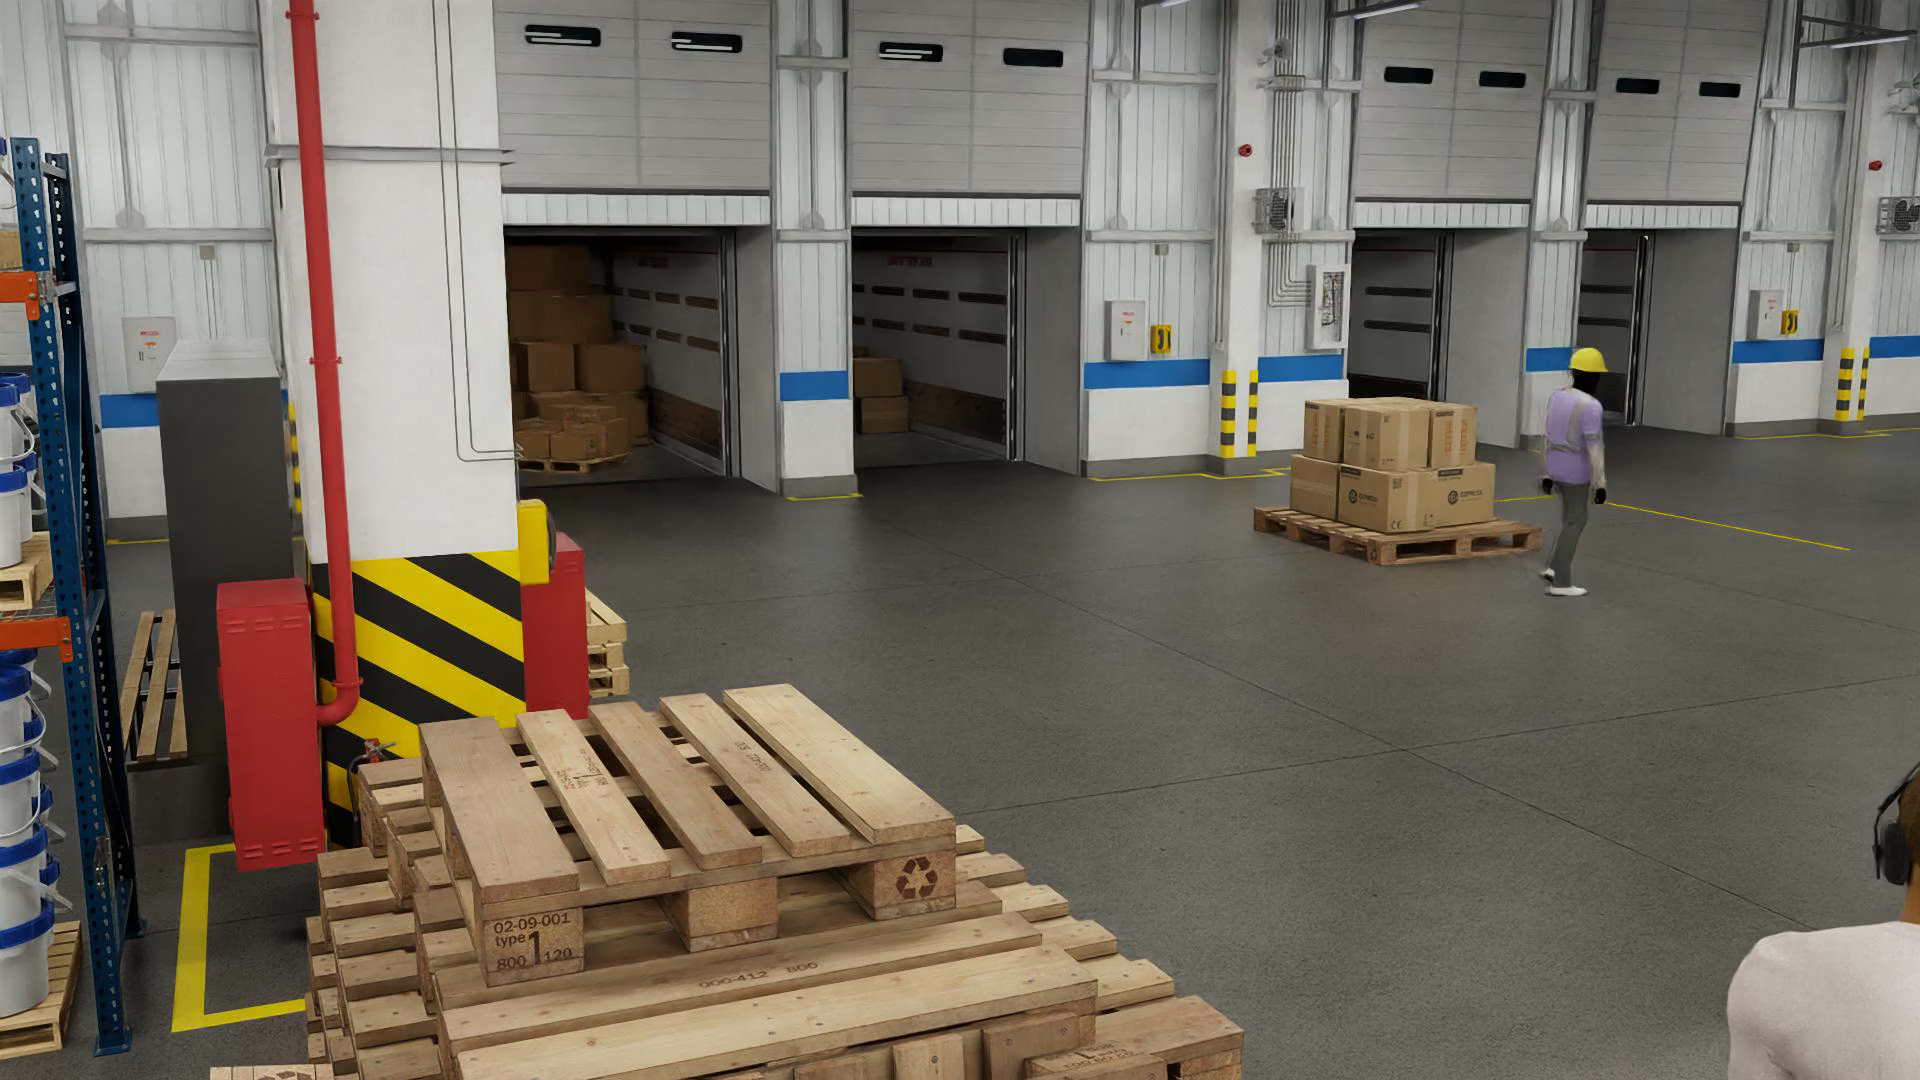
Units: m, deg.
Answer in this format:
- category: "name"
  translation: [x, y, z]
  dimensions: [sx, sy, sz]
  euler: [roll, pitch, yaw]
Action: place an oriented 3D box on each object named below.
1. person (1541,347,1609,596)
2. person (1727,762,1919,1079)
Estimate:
- category: "person"
  translation: [4.704, -0.508, 12.665]
  dimensions: [0.442, 1.907, 0.603]
  euler: [-2, 11, -12]
- category: "person"
  translation: [1.558, 1.284, 2.713]
  dimensions: [0.630, 1.938, 0.372]
  euler: [5, 12, 27]
